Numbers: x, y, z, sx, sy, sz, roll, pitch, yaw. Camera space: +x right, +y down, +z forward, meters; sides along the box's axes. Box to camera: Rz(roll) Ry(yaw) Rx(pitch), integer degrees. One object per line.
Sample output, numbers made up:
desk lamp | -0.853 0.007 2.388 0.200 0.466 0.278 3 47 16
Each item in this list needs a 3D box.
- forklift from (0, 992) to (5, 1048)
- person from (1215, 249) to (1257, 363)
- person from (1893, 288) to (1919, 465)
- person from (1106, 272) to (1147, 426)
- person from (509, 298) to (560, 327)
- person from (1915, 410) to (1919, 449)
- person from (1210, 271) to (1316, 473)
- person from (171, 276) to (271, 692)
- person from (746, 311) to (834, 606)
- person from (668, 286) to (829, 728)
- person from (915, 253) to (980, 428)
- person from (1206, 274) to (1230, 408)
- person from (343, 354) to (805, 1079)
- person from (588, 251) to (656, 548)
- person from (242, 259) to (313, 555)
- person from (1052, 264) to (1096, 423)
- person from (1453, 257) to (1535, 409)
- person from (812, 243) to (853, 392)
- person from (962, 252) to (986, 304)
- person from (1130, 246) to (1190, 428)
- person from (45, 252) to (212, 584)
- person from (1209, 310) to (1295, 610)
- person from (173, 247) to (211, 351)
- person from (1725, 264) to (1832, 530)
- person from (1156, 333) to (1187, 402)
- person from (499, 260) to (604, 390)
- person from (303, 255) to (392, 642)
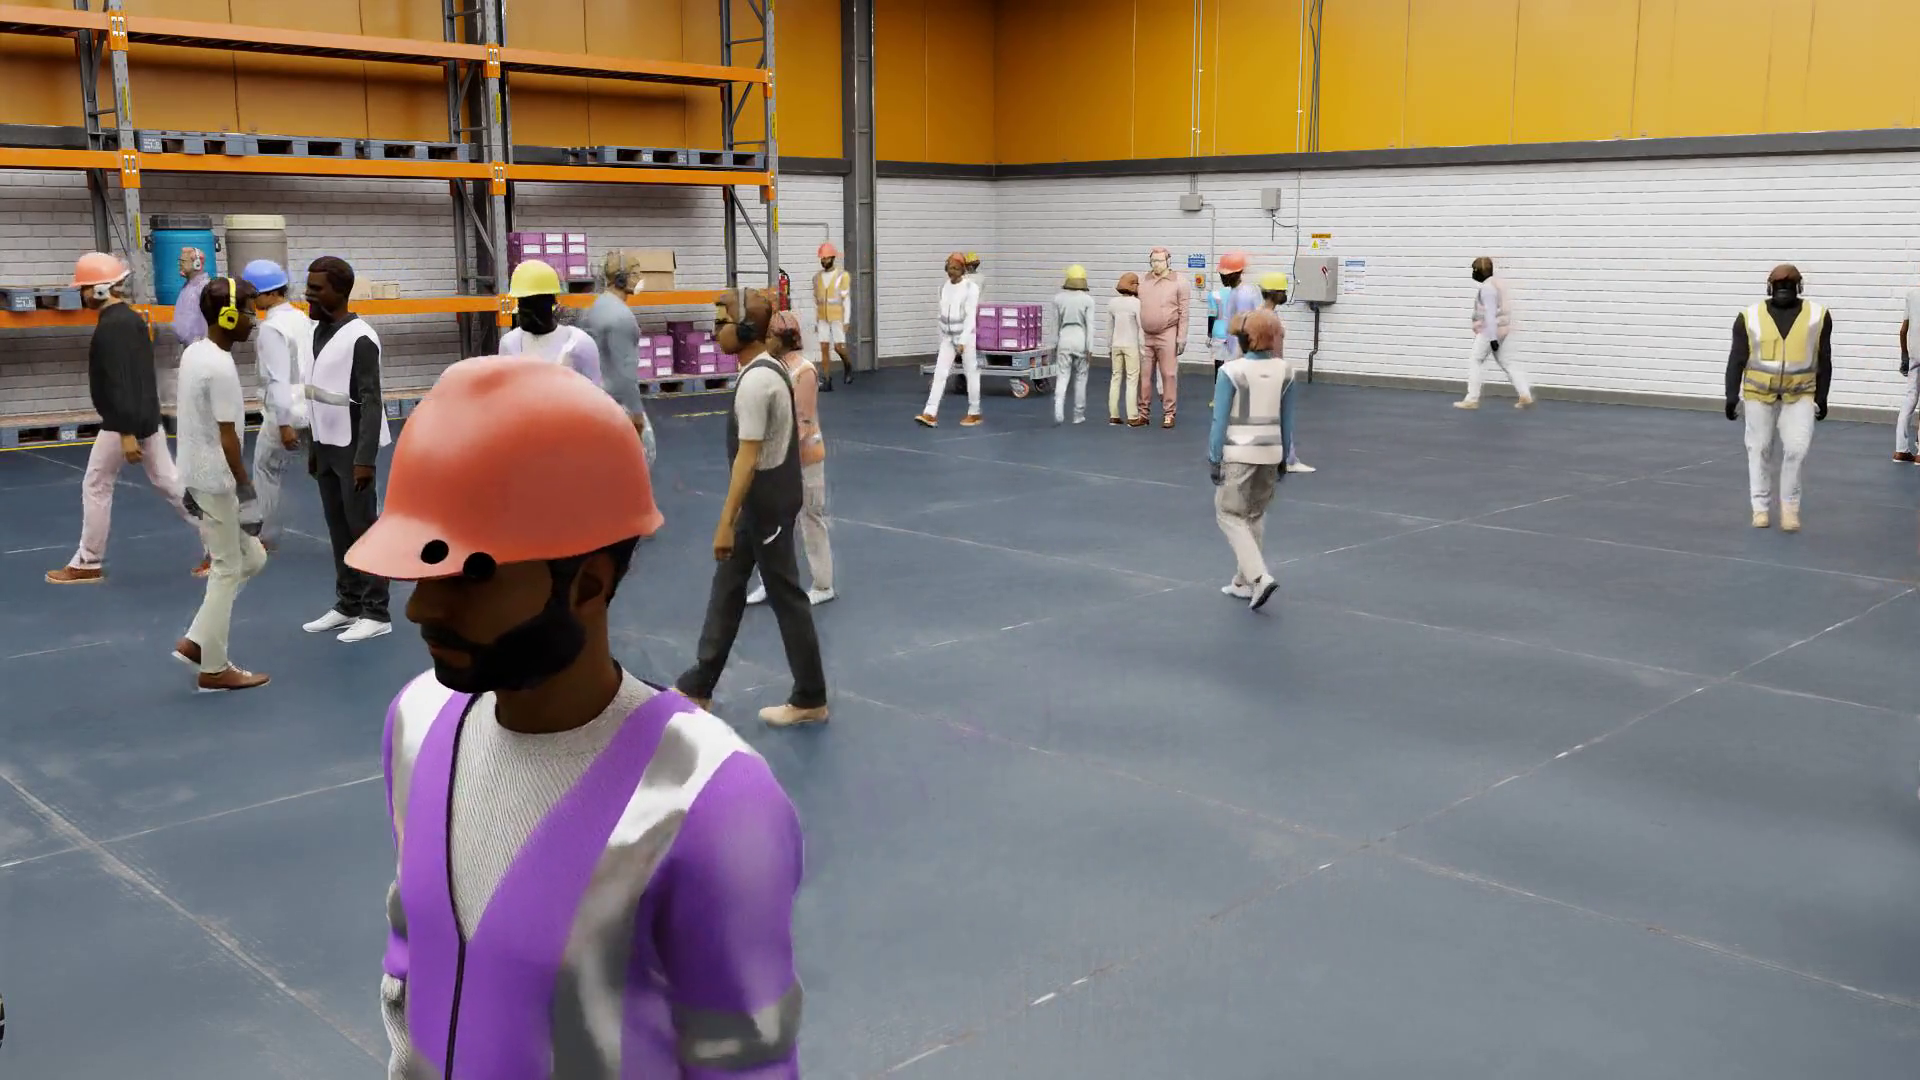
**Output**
forklift | -3.245 0.323 3.363 2.313 2.155 1.214 2 11 13
person | 2.618 -1.744 15.448 0.602 1.890 0.559 -1 10 -6
person | 8.556 -1.594 14.706 0.311 1.869 0.533 -3 11 -17
person | 1.780 -2.028 17.713 0.503 1.631 0.282 10 14 42
person | -2.301 -0.614 9.674 0.638 1.749 0.531 -8 13 -37
person | 9.306 -1.831 15.750 0.374 1.960 0.600 6 12 31
person | 2.583 -1.434 14.220 0.883 1.728 0.532 1 10 4
person | -3.243 -0.230 7.319 0.398 1.844 0.567 -7 12 -33
person | -0.945 -0.423 9.005 0.590 1.619 0.529 -9 14 -41
person | -0.945 -0.109 6.756 0.879 1.810 0.545 -1 10 -5
person | -0.084 -2.083 17.460 0.587 1.825 1.006 8 13 39
person | 3.127 -2.373 19.434 0.532 1.693 0.319 -2 11 -11
person | -0.369 0.741 1.850 0.560 1.916 0.725 8 13 38
person | -2.131 -0.881 10.671 0.567 1.918 0.661 -3 11 -18
person | -4.134 -0.807 10.403 1.031 1.879 0.647 1 10 5
person | 1.199 -2.087 17.789 0.485 1.717 0.662 3 11 16
person | 6.278 -2.398 19.353 0.879 1.792 0.645 6 12 31
person | -1.642 -2.886 21.597 0.554 1.924 0.581 4 11 22
person | 0.186 -3.412 24.895 0.317 1.769 0.523 9 14 40
person | 2.084 -2.133 17.547 0.639 1.908 0.409 5 12 27
person | -4.784 -0.701 9.680 1.065 1.938 0.638 -1 10 -6
person | 1.589 -0.430 9.038 0.526 1.624 0.635 -5 12 -25
person | -7.287 -1.834 15.899 0.409 1.913 0.645 -9 13 -39
person | 5.596 -0.966 11.400 0.666 1.824 0.609 5 11 23
person | 2.468 -2.458 20.109 0.520 1.613 0.565 3 11 17
person | -2.105 -0.429 8.288 0.598 1.895 0.858 7 12 33
person | -3.092 -0.458 8.371 0.593 1.922 0.391 9 14 41
